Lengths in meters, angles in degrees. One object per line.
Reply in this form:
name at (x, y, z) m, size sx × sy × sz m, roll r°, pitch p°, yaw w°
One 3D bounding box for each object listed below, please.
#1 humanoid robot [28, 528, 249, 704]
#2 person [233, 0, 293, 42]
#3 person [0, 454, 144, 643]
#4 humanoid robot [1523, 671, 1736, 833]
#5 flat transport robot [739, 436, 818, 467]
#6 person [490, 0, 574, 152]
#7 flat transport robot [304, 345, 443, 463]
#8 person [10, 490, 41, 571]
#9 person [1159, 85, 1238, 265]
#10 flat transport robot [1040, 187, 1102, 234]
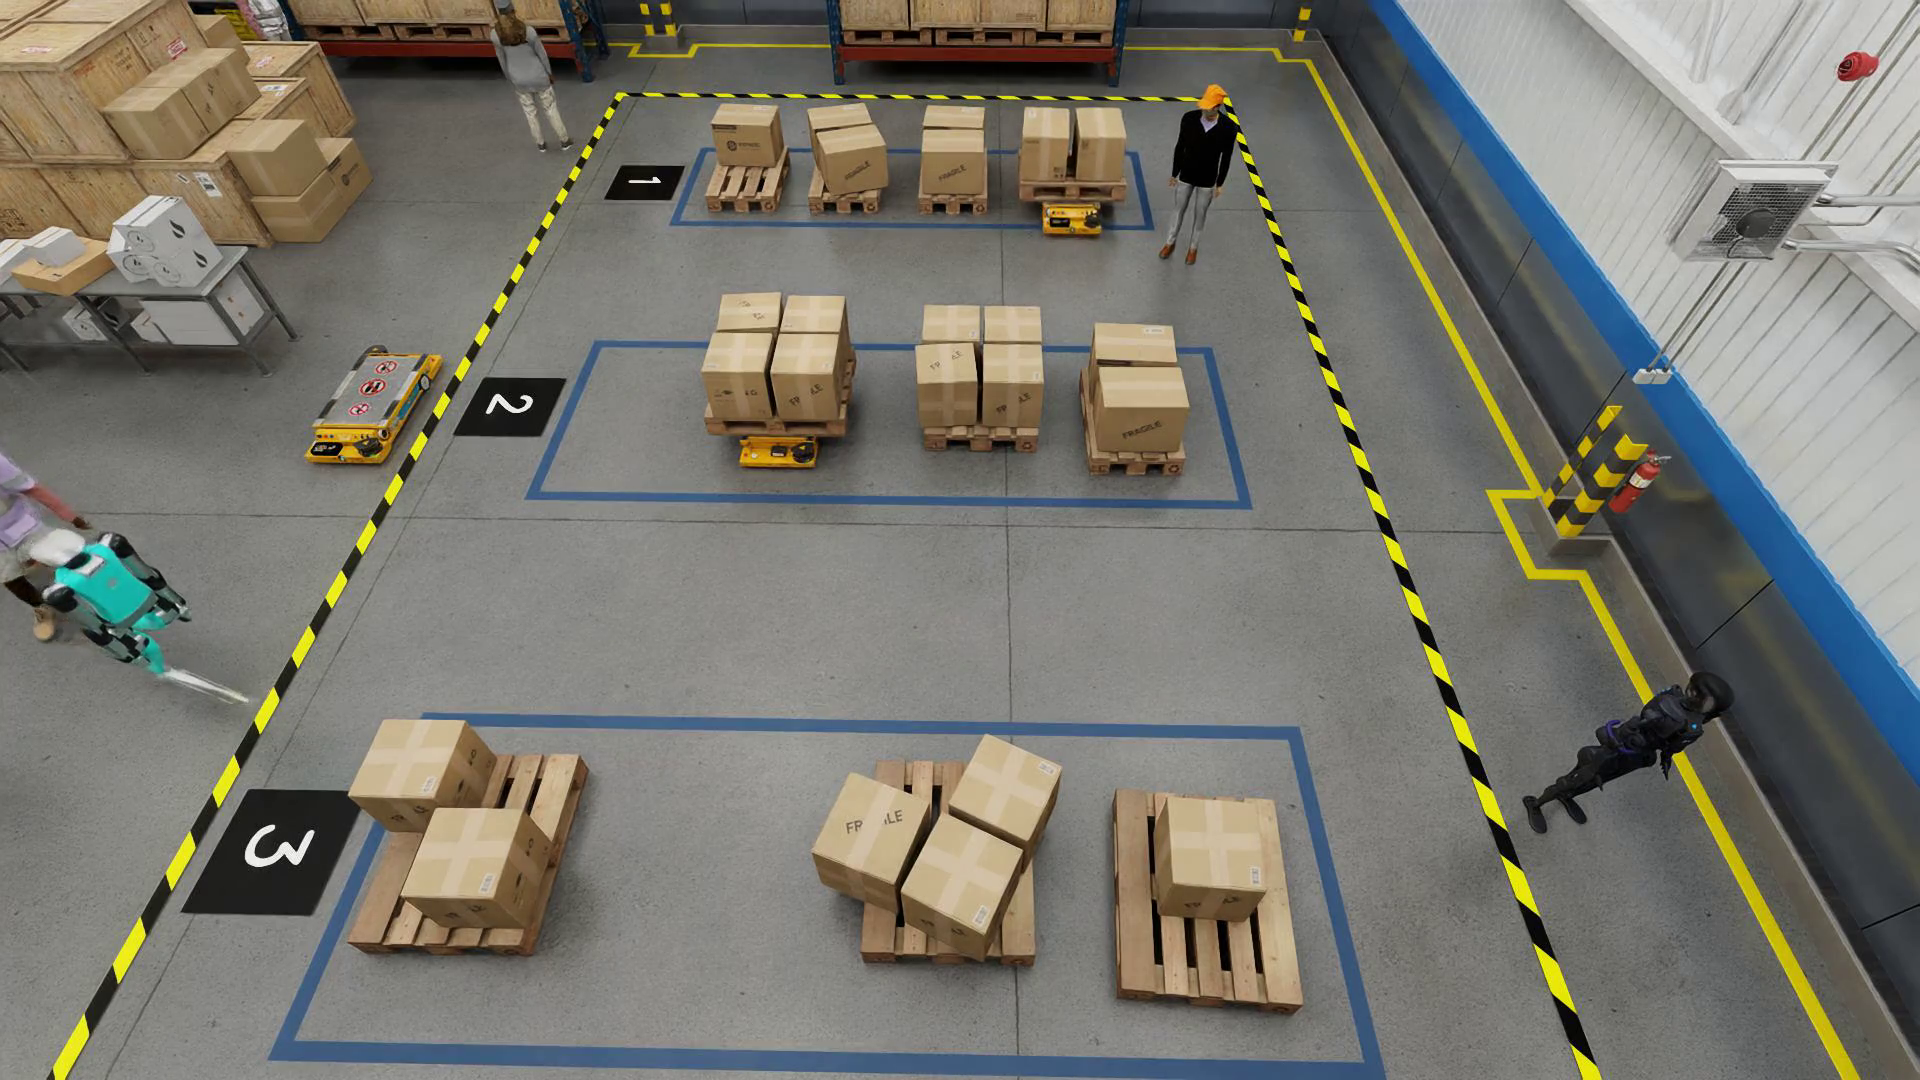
humanoid robot at (-5.528, 0.530, 6.005) m, size 1.047 × 1.787 × 0.531 m, roll 10°, pitch 50°, yaw 8°
person at (-9.040, -6.746, 12.047) m, size 0.404 × 1.836 × 0.599 m, roll 5°, pitch 50°, yaw 4°
person at (-6.572, -0.045, 6.265) m, size 0.836 × 2.013 × 0.590 m, roll -33°, pitch 57°, yaw -25°
humanoid robot at (3.920, 1.256, 5.370) m, size 0.599 × 1.659 × 0.315 m, roll -7°, pitch 50°, yaw -6°
flat transport robot at (-1.582, -1.235, 8.394) m, size 0.652 × 0.197 × 1.431 m, roll 1°, pitch 50°, yaw 1°
person at (-5.232, -5.622, 11.143) m, size 0.563 × 1.765 × 0.402 m, roll -6°, pitch 50°, yaw -5°
flat transport robot at (-5.383, -1.269, 8.441) m, size 0.659 × 0.231 × 1.431 m, roll 1°, pitch 50°, yaw 1°
person at (-7.464, -0.489, 6.748) m, size 0.655 × 1.839 × 0.404 m, roll 8°, pitch 50°, yaw 6°
person at (2.463, -3.756, 9.491) m, size 0.585 × 1.879 × 0.394 m, roll 20°, pitch 53°, yaw 16°
flat transport robot at (1.285, -4.080, 10.801) m, size 0.652 × 0.197 × 1.431 m, roll 1°, pitch 50°, yaw 1°
